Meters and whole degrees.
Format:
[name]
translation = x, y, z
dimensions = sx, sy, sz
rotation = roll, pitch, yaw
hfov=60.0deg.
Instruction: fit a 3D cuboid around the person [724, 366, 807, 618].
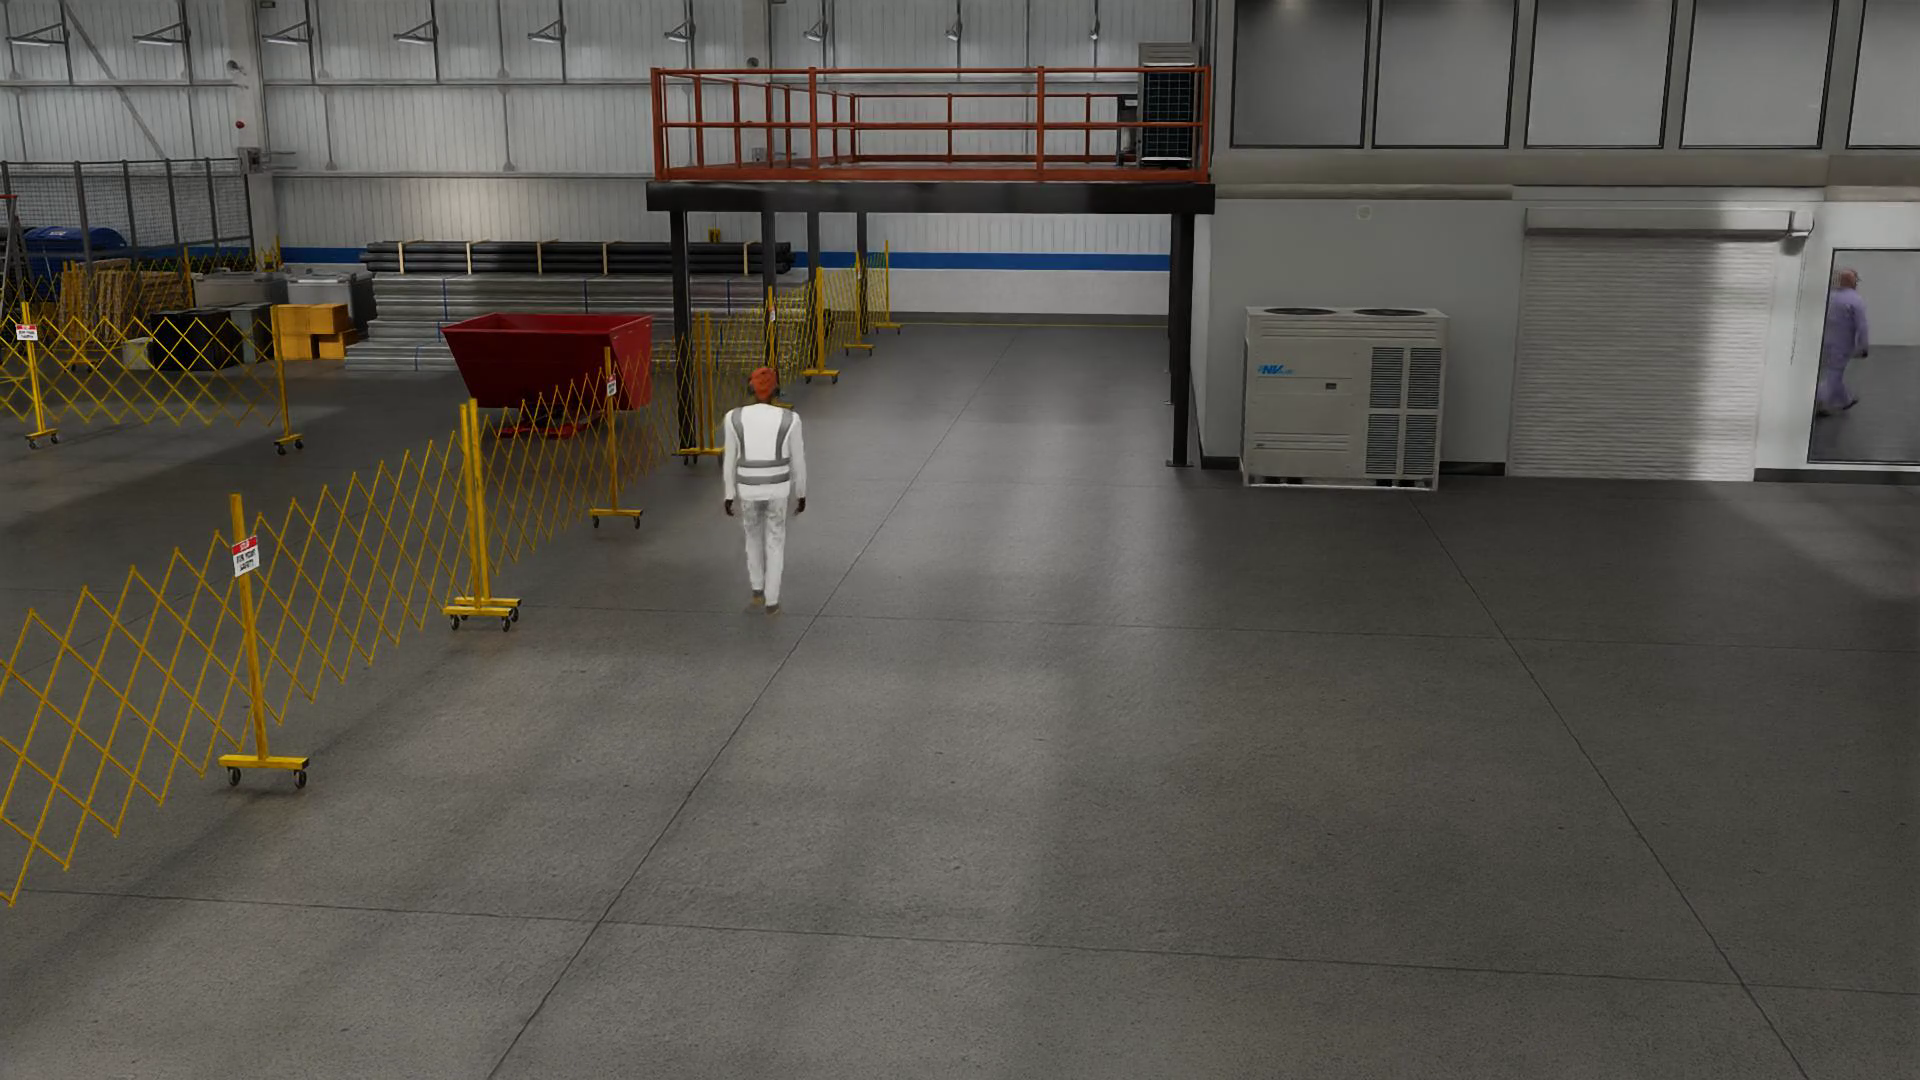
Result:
[person]
translation = -1.439, -0.379, 12.455
dimensions = 0.599, 1.860, 0.655
rotation = 0, 14, 1
